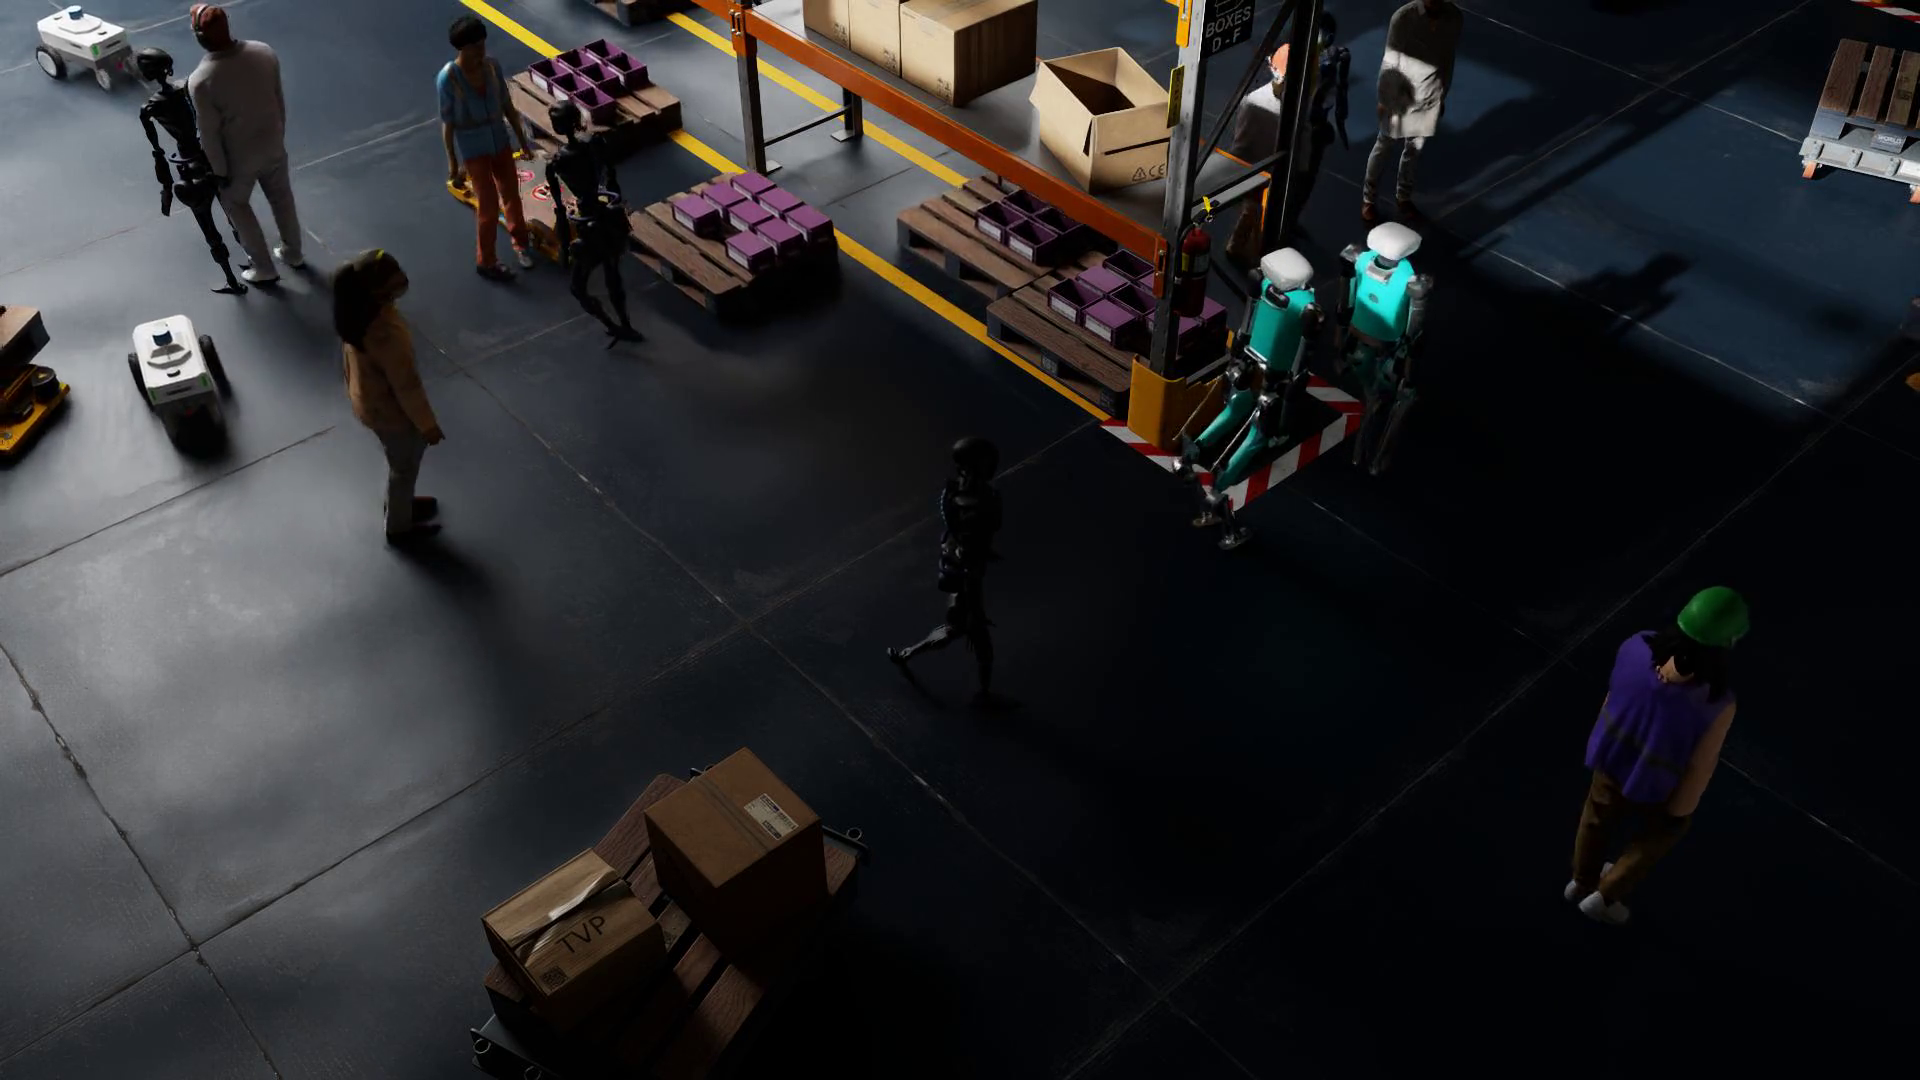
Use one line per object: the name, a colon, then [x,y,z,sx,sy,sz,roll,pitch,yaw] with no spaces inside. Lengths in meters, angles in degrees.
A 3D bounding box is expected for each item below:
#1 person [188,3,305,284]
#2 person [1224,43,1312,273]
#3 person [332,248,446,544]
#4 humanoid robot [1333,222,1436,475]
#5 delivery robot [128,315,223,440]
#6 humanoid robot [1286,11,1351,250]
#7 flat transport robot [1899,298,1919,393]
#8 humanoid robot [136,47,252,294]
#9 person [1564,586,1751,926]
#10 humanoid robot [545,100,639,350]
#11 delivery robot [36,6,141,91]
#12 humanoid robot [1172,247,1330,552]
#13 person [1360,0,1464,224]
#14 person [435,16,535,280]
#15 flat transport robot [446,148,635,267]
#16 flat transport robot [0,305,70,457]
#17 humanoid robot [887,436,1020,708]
person: [-4.546,-2.523,10.635,0.457,1.902,0.669,25,48,25]
person: [2.018,-2.329,10.565,0.575,1.701,0.874,-24,48,-24]
person: [-2.983,-0.719,8.710,0.502,1.842,0.581,-22,47,-22]
humanoid robot: [2.374,-1.018,9.169,0.532,1.836,0.790,31,51,30]
delivery robot: [-4.725,-1.026,10.014,0.499,0.614,0.802,-19,46,-20]
humanoid robot: [2.321,-2.704,10.998,0.584,1.653,0.364,-19,46,-20]
flat transport robot: [6.602,-1.040,10.226,1.431,0.231,0.659,-19,46,-20]
humanoid robot: [-4.868,-2.353,10.602,0.315,1.659,0.599,15,45,16]
person: [2.850,0.911,6.890,0.475,1.917,0.540,-26,49,-26]
humanoid robot: [-2.222,-1.905,10.124,0.360,1.640,0.611,21,47,21]
delivery robot: [-6.900,-3.922,13.144,0.777,0.587,0.499,22,47,22]
humanoid robot: [1.443,-0.667,8.714,0.730,1.762,0.531,-23,47,-23]
person: [3.051,-2.984,11.190,0.514,1.827,0.362,-4,43,-5]
person: [-3.062,-2.522,10.744,0.398,1.748,0.531,29,50,28]
flat transport robot: [-2.933,-2.379,11.683,1.431,0.231,0.659,33,52,31]
flat transport robot: [-6.205,-0.824,9.991,1.431,0.231,0.659,6,43,6]
humanoid robot: [-0.036,0.171,7.884,0.665,1.641,0.601,2,43,2]
